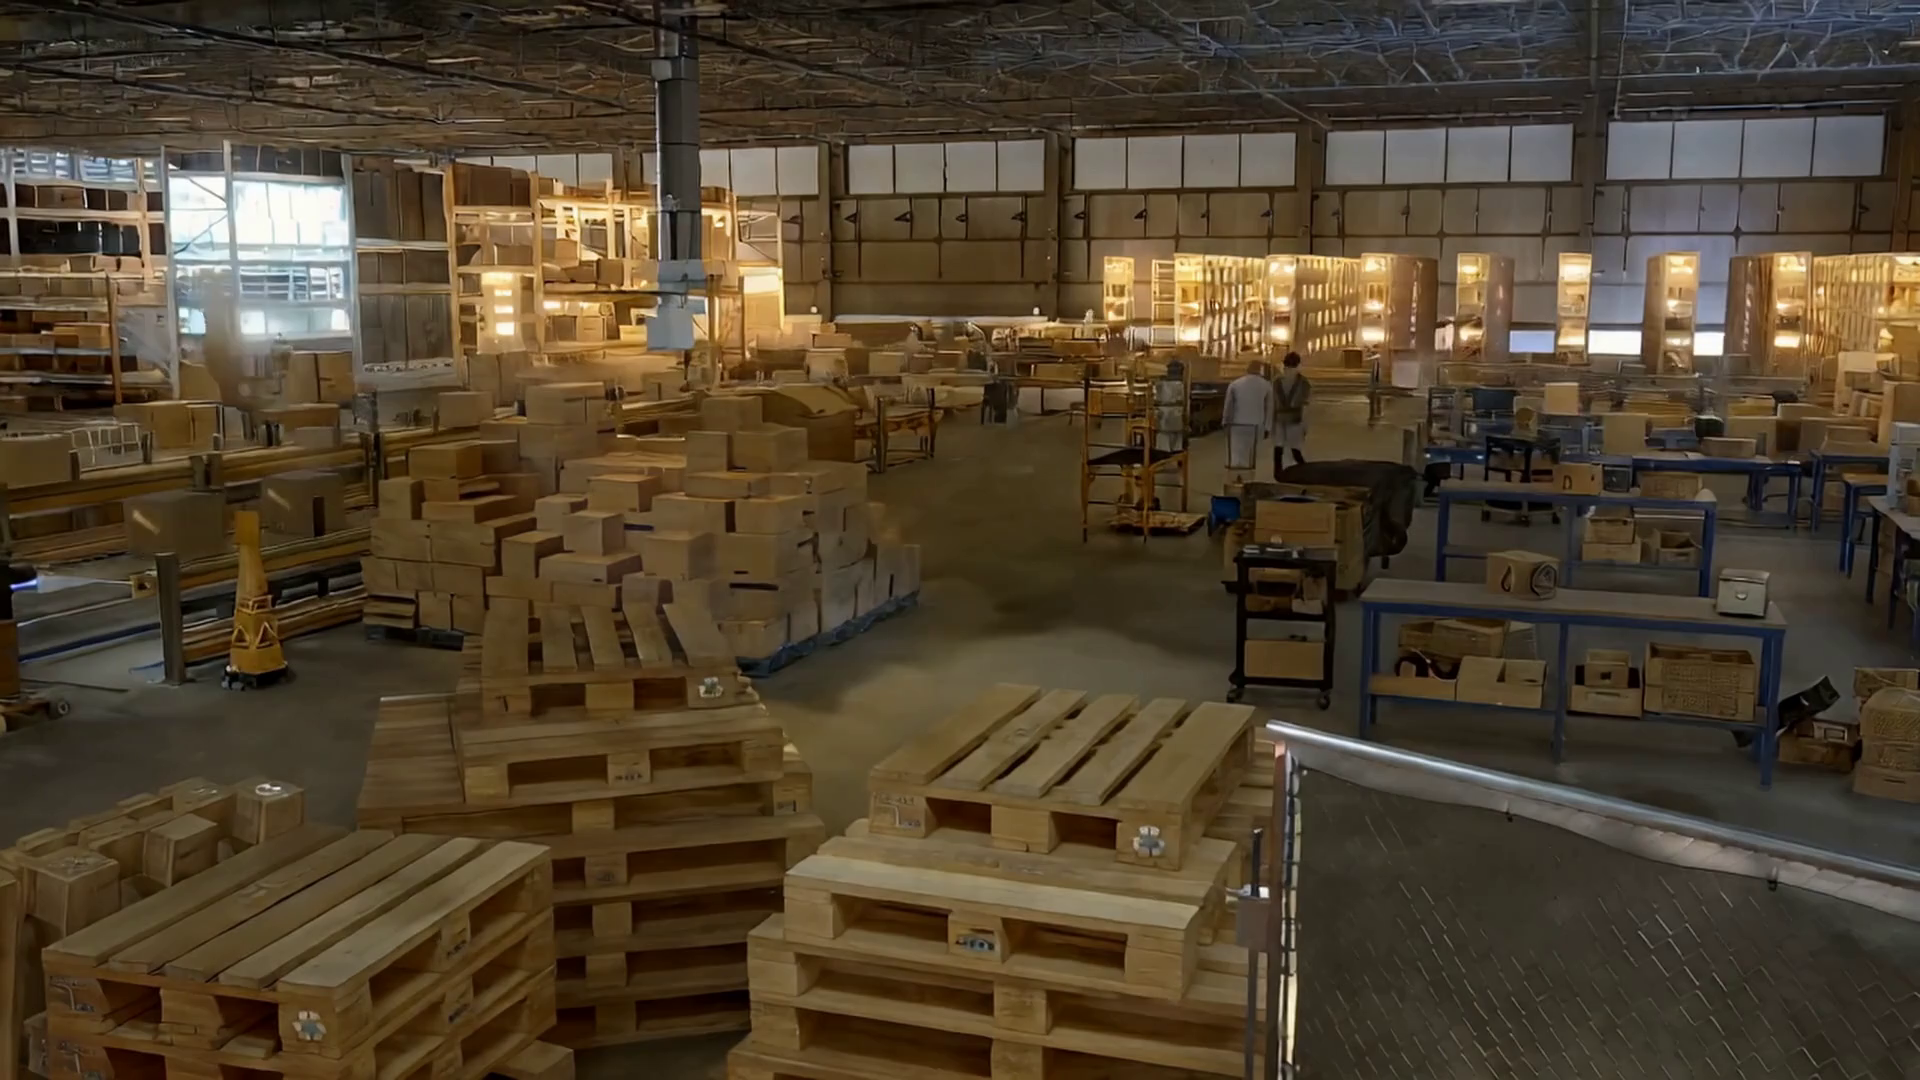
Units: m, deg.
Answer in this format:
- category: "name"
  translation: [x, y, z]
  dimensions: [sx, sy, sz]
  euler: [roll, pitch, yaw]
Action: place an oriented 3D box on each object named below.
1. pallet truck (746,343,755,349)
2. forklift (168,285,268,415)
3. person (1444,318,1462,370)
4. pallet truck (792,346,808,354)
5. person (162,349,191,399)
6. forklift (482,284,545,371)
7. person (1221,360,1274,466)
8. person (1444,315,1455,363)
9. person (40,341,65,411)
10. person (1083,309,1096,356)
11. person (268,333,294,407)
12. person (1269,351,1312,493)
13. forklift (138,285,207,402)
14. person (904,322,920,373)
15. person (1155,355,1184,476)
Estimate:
- category: "pallet truck"
  translation: [-6.183, -4.618, 44.264]
  dimensions: [1.601, 1.201, 0.680]
  euler: [-9, 12, -43]
- category: "forklift"
  translation: [-16.081, -4.106, 35.873]
  dimensions: [1.873, 2.768, 1.129]
  euler: [-3, 9, -17]
- category: "person"
  translation: [15.432, -6.040, 51.438]
  dimensions: [0.931, 1.783, 0.604]
  euler: [5, 10, 30]
- category: "pallet truck"
  translation: [-3.705, -4.298, 42.022]
  dimensions: [0.653, 1.274, 1.630]
  euler: [3, 10, 20]
- category: "person"
  translation: [-15.837, -3.095, 33.522]
  dimensions: [0.758, 1.601, 0.500]
  euler: [6, 11, 31]
- category: "forklift"
  translation: [-10.832, -4.702, 39.610]
  dimensions: [1.129, 2.768, 1.873]
  euler: [3, 10, 20]
- category: "person"
  translation: [4.026, -1.594, 23.319]
  dimensions: [0.669, 1.836, 1.014]
  euler: [0, 9, 3]
- category: "person"
  translation: [15.630, -6.223, 52.643]
  dimensions: [0.578, 1.785, 0.982]
  euler: [8, 12, 43]
- category: "person"
  translation: [-18.833, -3.284, 34.473]
  dimensions: [0.625, 1.671, 0.552]
  euler: [7, 11, 36]
- category: "person"
  translation: [4.018, -6.258, 52.195]
  dimensions: [0.477, 1.977, 0.632]
  euler: [2, 9, 13]
- category: "person"
  translation: [-15.442, -3.841, 37.822]
  dimensions: [0.547, 1.711, 0.899]
  euler: [2, 9, 13]
- category: "person"
  translation: [4.609, -1.635, 23.124]
  dimensions: [0.611, 2.008, 0.928]
  euler: [6, 11, 33]
- category: "forklift"
  translation: [-17.480, -4.200, 36.461]
  dimensions: [1.873, 2.768, 1.129]
  euler: [3, 10, 19]
- category: "person"
  translation: [-1.306, -5.195, 46.335]
  dimensions: [0.923, 1.708, 0.540]
  euler: [5, 10, 28]
- category: "person"
  translation: [3.223, -1.901, 25.305]
  dimensions: [0.590, 1.833, 0.404]
  euler: [-8, 12, -42]
